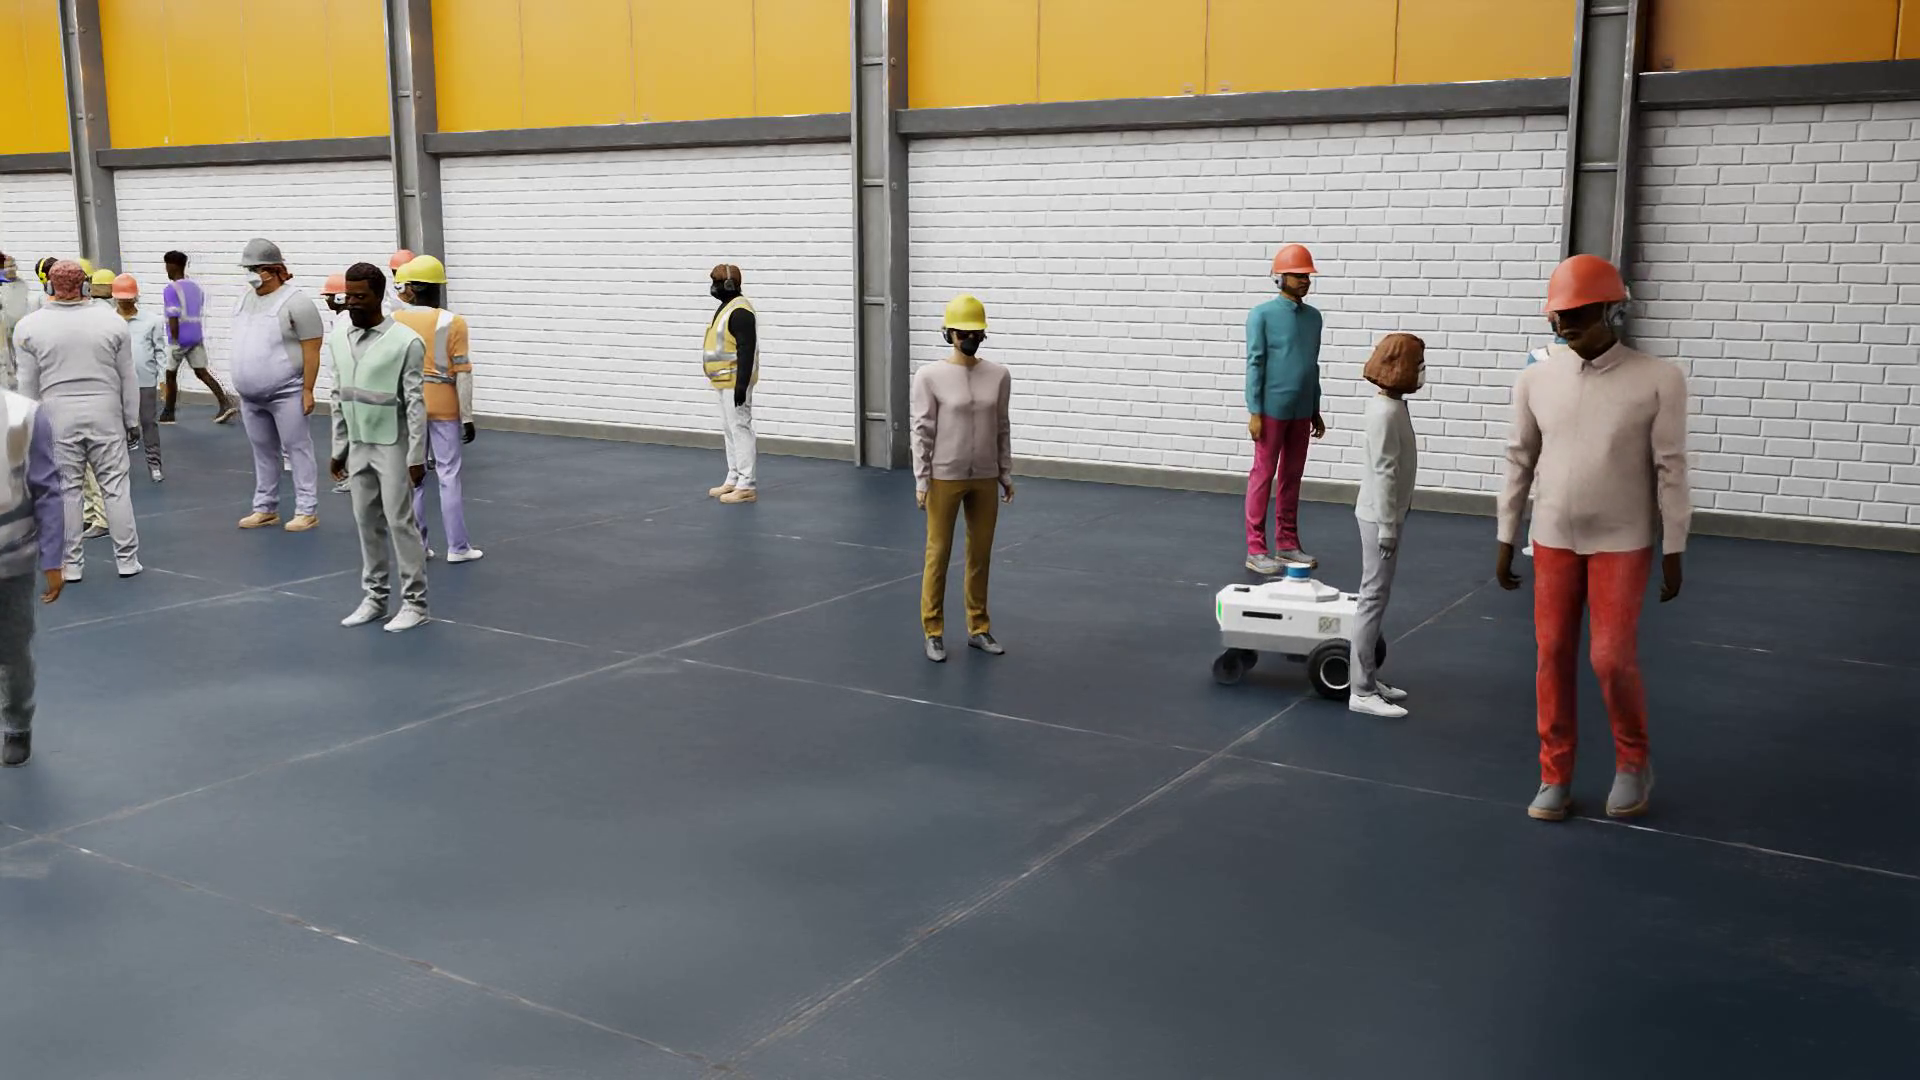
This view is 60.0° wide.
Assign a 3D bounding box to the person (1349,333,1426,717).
[{"bbox_3d":[1.836,-0.071,7.153,0.267,1.631,0.507,3,11,15],"label":"person"}]

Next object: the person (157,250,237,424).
[{"bbox_3d":[-8.467,-2.223,18.278,0.976,1.928,0.615,2,10,12],"label":"person"}]

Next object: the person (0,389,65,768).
[{"bbox_3d":[-3.604,0.045,6.090,0.583,1.792,0.909,-6,12,-31],"label":"person"}]

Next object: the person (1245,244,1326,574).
[{"bbox_3d":[1.998,-0.800,10.187,0.611,1.996,0.378,-7,12,-34],"label":"person"}]

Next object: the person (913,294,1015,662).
[{"bbox_3d":[0.027,-0.295,8.029,0.534,1.767,0.319,-5,11,-26],"label":"person"}]

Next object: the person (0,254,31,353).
[{"bbox_3d":[-11.313,-2.472,19.847,0.917,1.857,0.673,5,11,25],"label":"person"}]

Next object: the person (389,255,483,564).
[{"bbox_3d":[-3.311,-0.805,10.403,0.588,1.928,0.384,2,10,10],"label":"person"}]

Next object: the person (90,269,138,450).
[{"bbox_3d":[-8.229,-1.739,16.096,0.493,1.741,0.310,10,14,43],"label":"person"}]

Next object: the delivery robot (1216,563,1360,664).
[{"bbox_3d":[1.531,0.348,7.561,0.707,0.478,0.477,4,11,23],"label":"delivery robot"}]

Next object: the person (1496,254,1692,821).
[{"bbox_3d":[2.187,0.003,5.796,0.635,1.970,0.427,10,14,43],"label":"person"}]

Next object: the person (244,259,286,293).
[{"bbox_3d":[-7.071,-2.043,17.084,0.611,1.992,0.375,7,12,32],"label":"person"}]

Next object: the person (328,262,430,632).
[{"bbox_3d":[-3.004,-0.479,8.663,0.596,1.910,0.384,5,11,26],"label":"person"}]

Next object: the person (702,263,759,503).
[{"bbox_3d":[-1.776,-1.212,12.899,0.428,1.842,0.631,-4,11,-20],"label":"person"}]

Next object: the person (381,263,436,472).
[{"bbox_3d":[-4.733,-1.467,14.359,0.403,1.826,0.591,4,11,23],"label":"person"}]

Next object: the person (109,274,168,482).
[{"bbox_3d":[-6.917,-1.342,13.887,0.559,1.744,0.333,-5,11,-25],"label":"person"}]

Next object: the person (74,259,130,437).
[{"bbox_3d":[-8.415,-1.817,16.266,0.586,1.852,1.029,0,10,-1],"label":"person"}]

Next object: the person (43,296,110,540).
[{"bbox_3d":[-5.992,-0.885,11.321,0.324,1.754,0.571,-9,13,-40],"label":"person"}]

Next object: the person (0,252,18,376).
[{"bbox_3d":[-8.895,-1.697,15.291,0.426,1.942,0.632,-4,11,-20],"label":"person"}]

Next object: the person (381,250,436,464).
[{"bbox_3d":[-4.899,-1.592,14.747,0.361,1.936,0.542,7,12,34],"label":"person"}]

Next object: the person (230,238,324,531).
[{"bbox_3d":[-4.793,-1.072,11.570,0.684,2.000,0.536,4,11,20],"label":"person"}]

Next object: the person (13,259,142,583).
[{"bbox_3d":[-5.216,-0.700,9.879,0.639,1.910,0.407,-6,12,-29],"label":"person"}]

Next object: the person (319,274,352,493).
[{"bbox_3d":[-4.951,-1.261,13.416,0.326,1.751,0.559,-2,10,-13],"label":"person"}]
